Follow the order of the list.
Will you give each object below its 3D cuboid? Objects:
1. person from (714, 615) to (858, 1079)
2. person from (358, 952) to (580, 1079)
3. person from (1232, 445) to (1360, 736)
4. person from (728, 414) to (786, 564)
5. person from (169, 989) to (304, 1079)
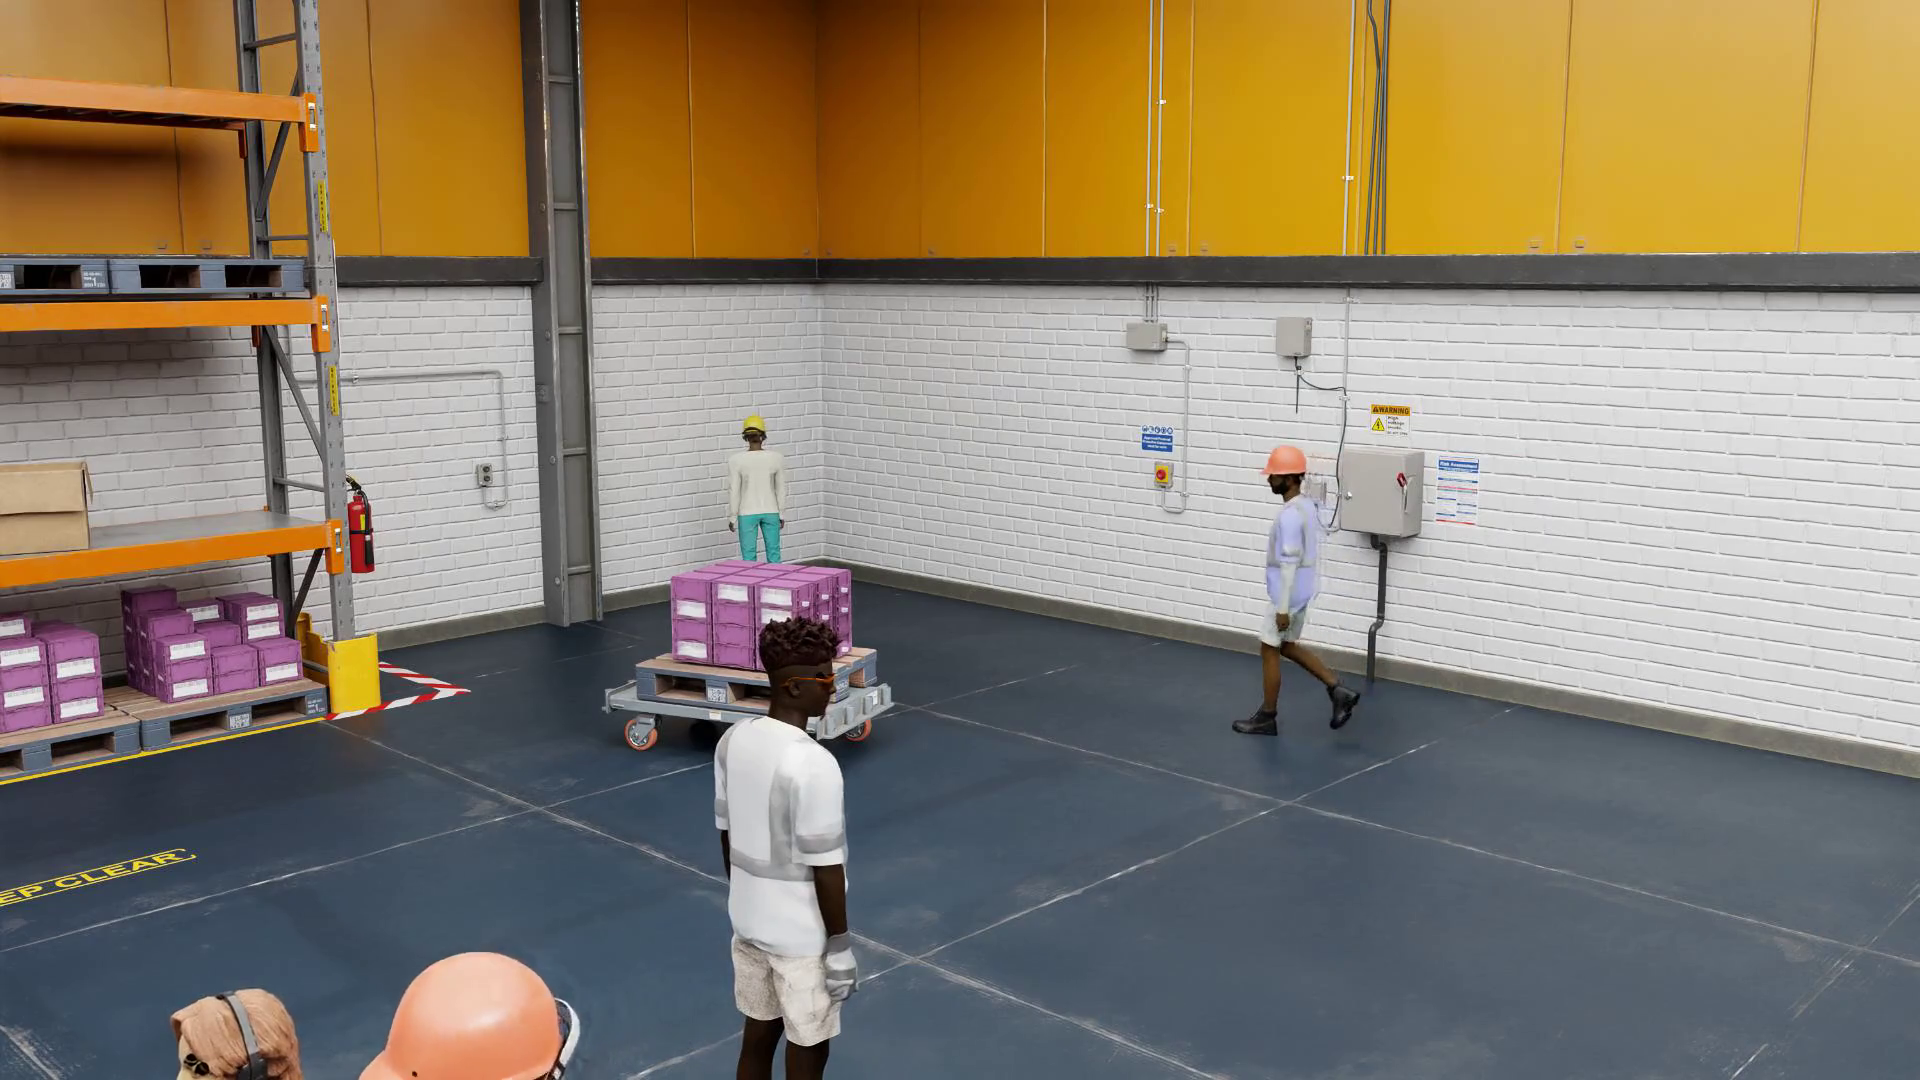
[{"bbox_3d":[-0.537,1.206,5.269,0.373,1.962,0.605,-7,12,-38],"label":"person"},{"bbox_3d":[-0.699,1.601,2.801,0.606,1.979,0.639,-7,12,-38],"label":"person"},{"bbox_3d":[2.169,0.341,10.695,0.734,1.919,0.561,4,10,23],"label":"person"},{"bbox_3d":[-1.784,-0.217,14.605,0.526,1.765,0.329,-4,10,-22],"label":"person"},{"bbox_3d":[-1.395,1.681,3.344,0.525,1.639,0.307,7,12,38],"label":"person"}]
